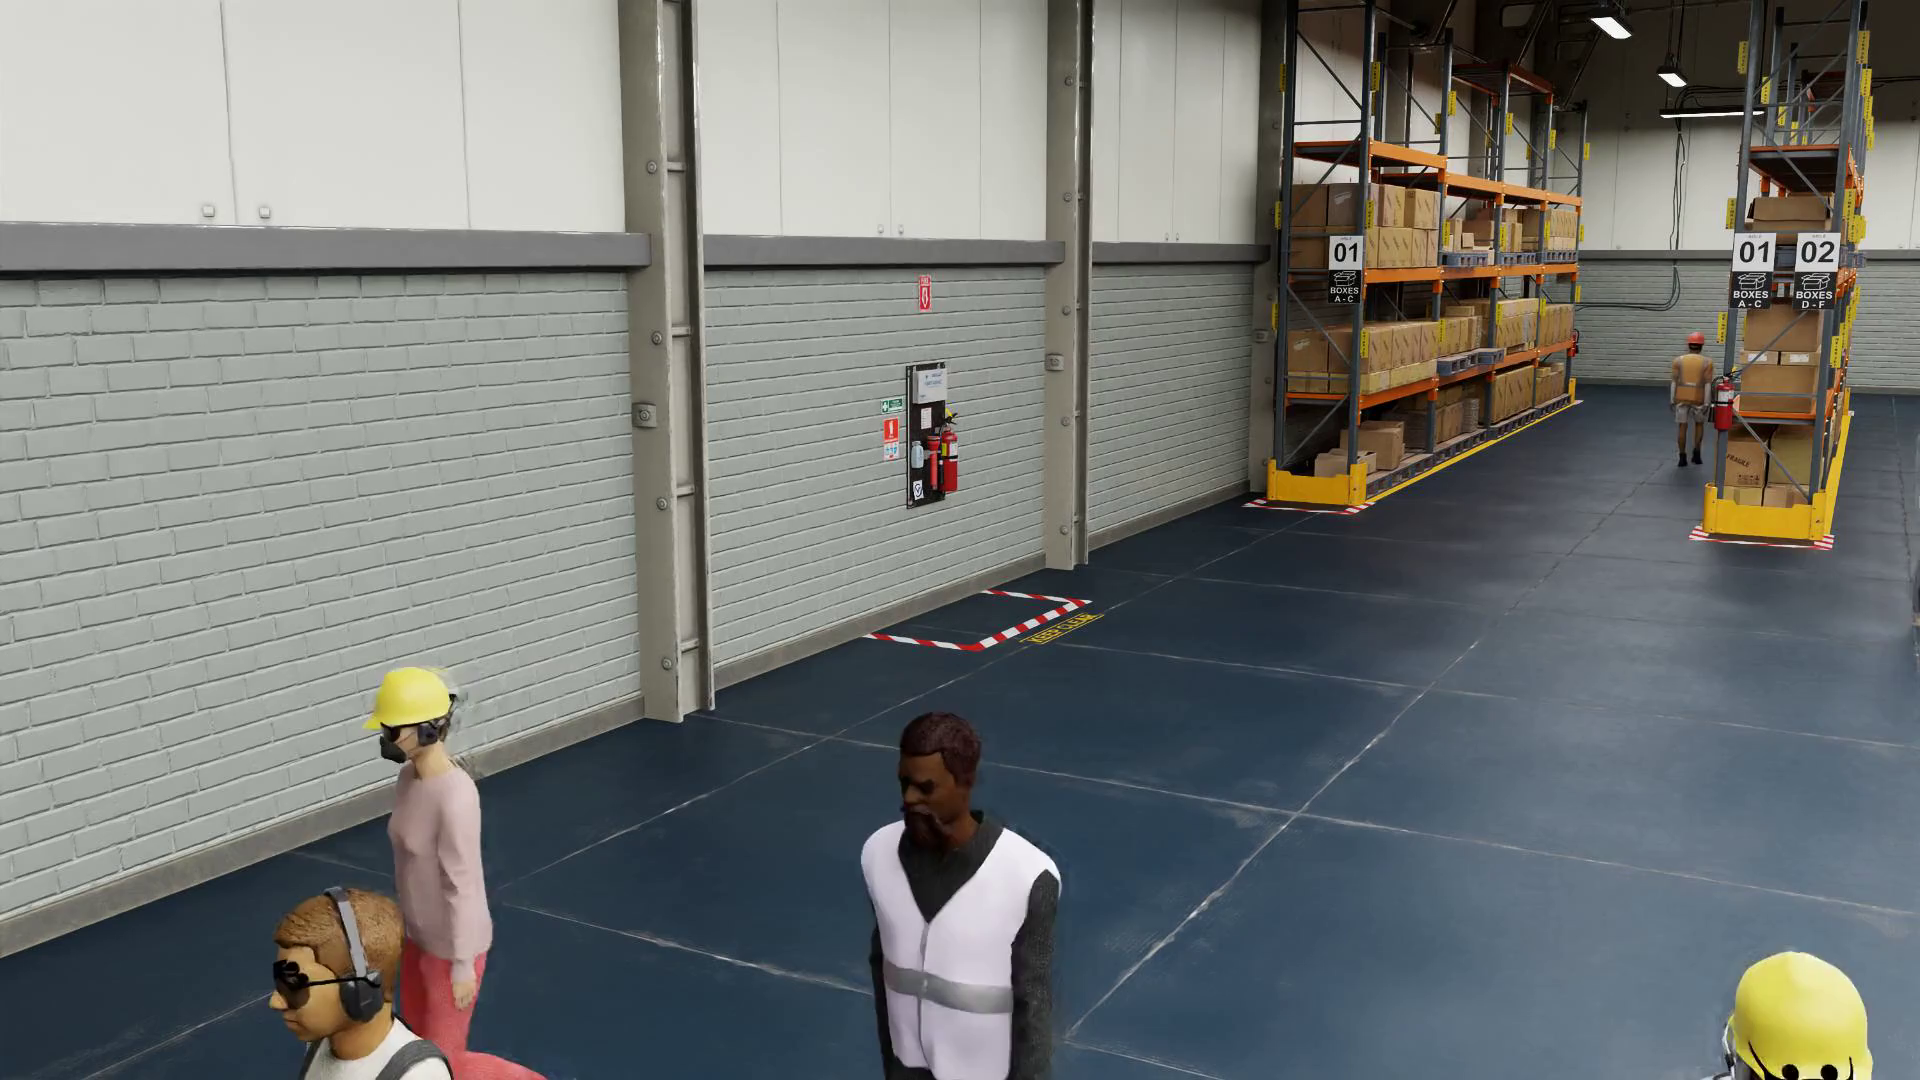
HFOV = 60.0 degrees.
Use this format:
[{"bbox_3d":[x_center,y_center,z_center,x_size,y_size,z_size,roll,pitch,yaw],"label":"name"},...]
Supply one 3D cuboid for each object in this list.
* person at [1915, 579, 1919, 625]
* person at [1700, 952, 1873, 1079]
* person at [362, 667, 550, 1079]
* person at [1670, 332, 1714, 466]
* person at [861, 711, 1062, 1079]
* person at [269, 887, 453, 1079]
[{"bbox_3d":[8.144,-0.272,13.421,0.813,1.964,0.641,-2,10,-14],"label":"person"},{"bbox_3d":[1.493,1.604,2.975,0.582,1.780,0.880,-1,10,-9],"label":"person"},{"bbox_3d":[-1.562,1.240,5.230,0.523,1.750,0.538,-7,12,-37],"label":"person"},{"bbox_3d":[10.453,-2.012,23.785,0.558,1.918,0.629,5,11,29],"label":"person"},{"bbox_3d":[0.031,1.333,4.299,0.590,1.888,0.912,6,11,31],"label":"person"},{"bbox_3d":[-1.148,1.546,3.217,0.456,1.845,0.523,-9,13,-41],"label":"person"}]
